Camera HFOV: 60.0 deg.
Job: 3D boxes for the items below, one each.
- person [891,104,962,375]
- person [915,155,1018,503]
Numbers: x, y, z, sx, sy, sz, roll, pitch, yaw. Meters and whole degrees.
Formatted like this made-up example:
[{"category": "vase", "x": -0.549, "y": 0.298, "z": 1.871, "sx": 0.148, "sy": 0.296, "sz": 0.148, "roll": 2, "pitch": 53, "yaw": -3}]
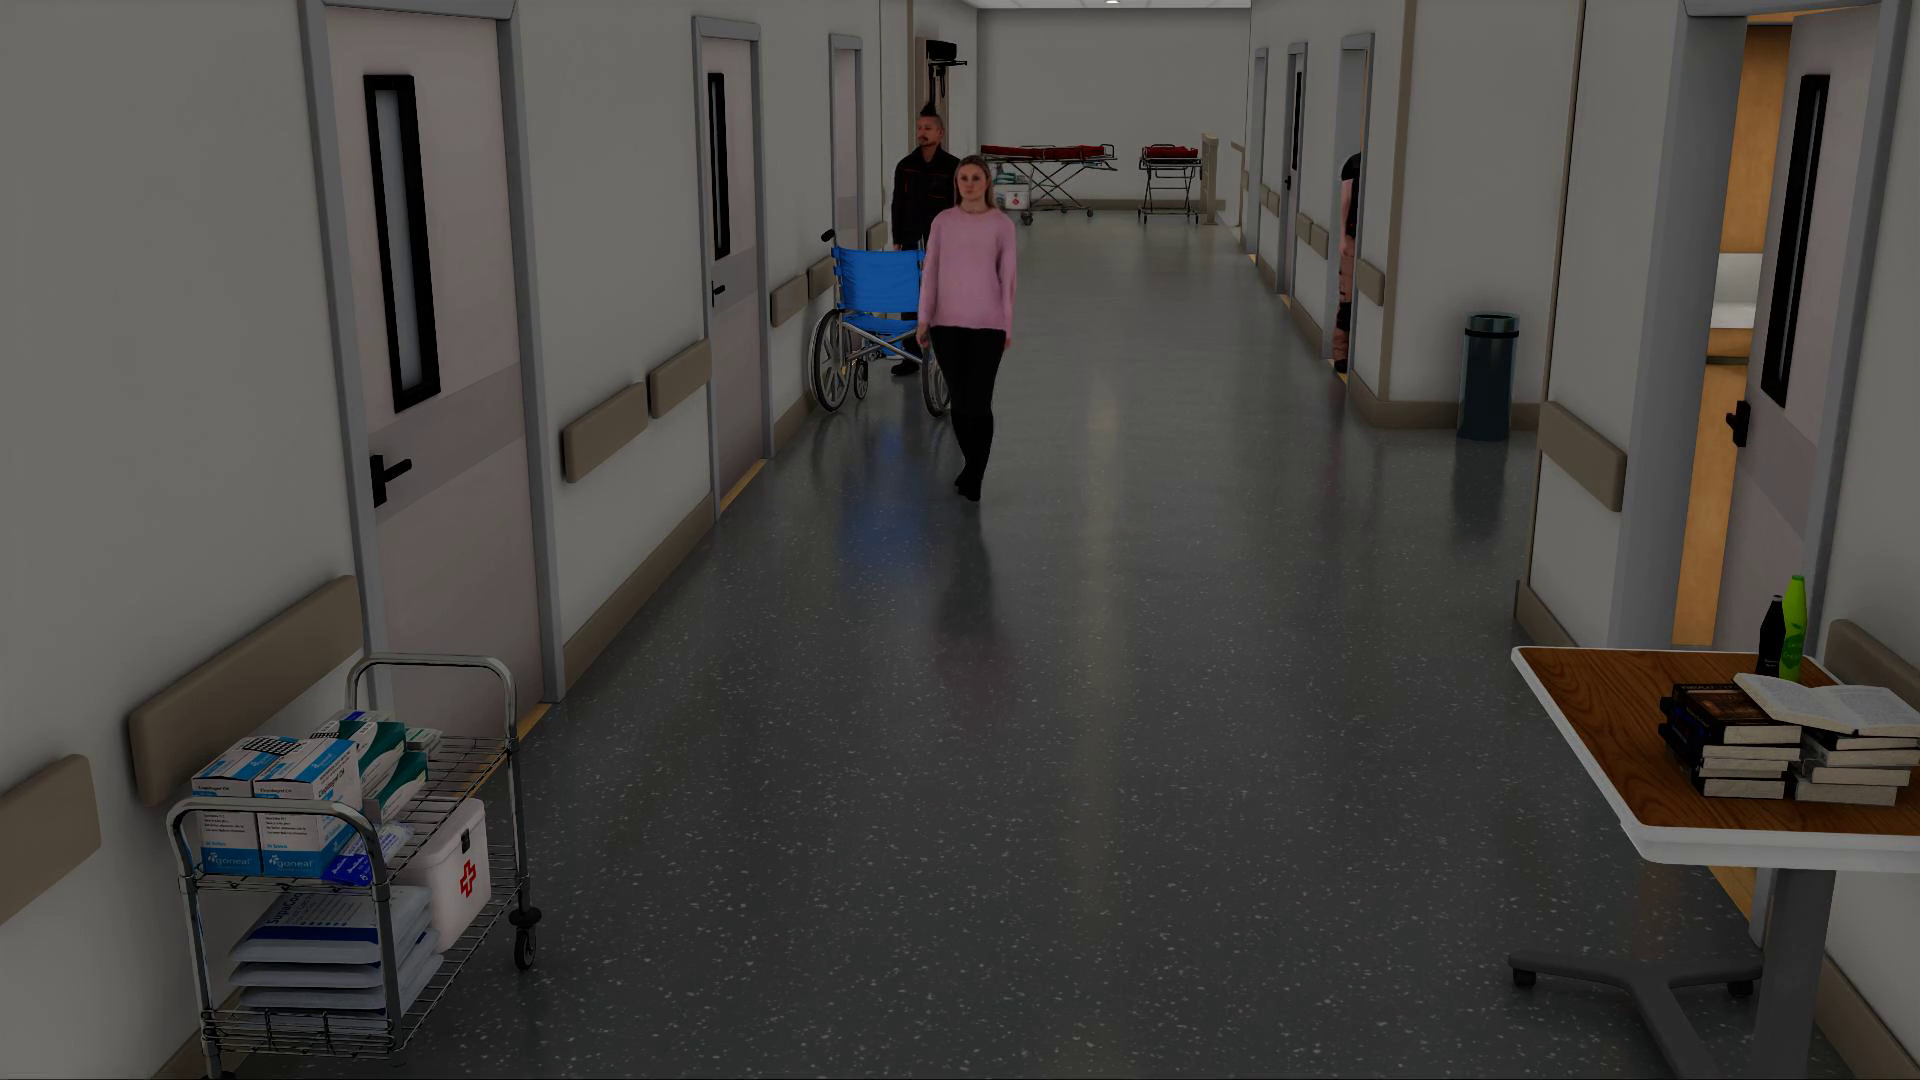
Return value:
[{"category": "person", "x": -0.214, "y": -2.079, "z": 11.568, "sx": 0.833, "sy": 1.861, "sz": 0.739, "roll": 6, "pitch": 17, "yaw": 22}, {"category": "person", "x": 0.050, "y": -1.052, "z": 8.303, "sx": 0.730, "sy": 1.656, "sz": 1.004, "roll": 4, "pitch": 16, "yaw": 15}]
